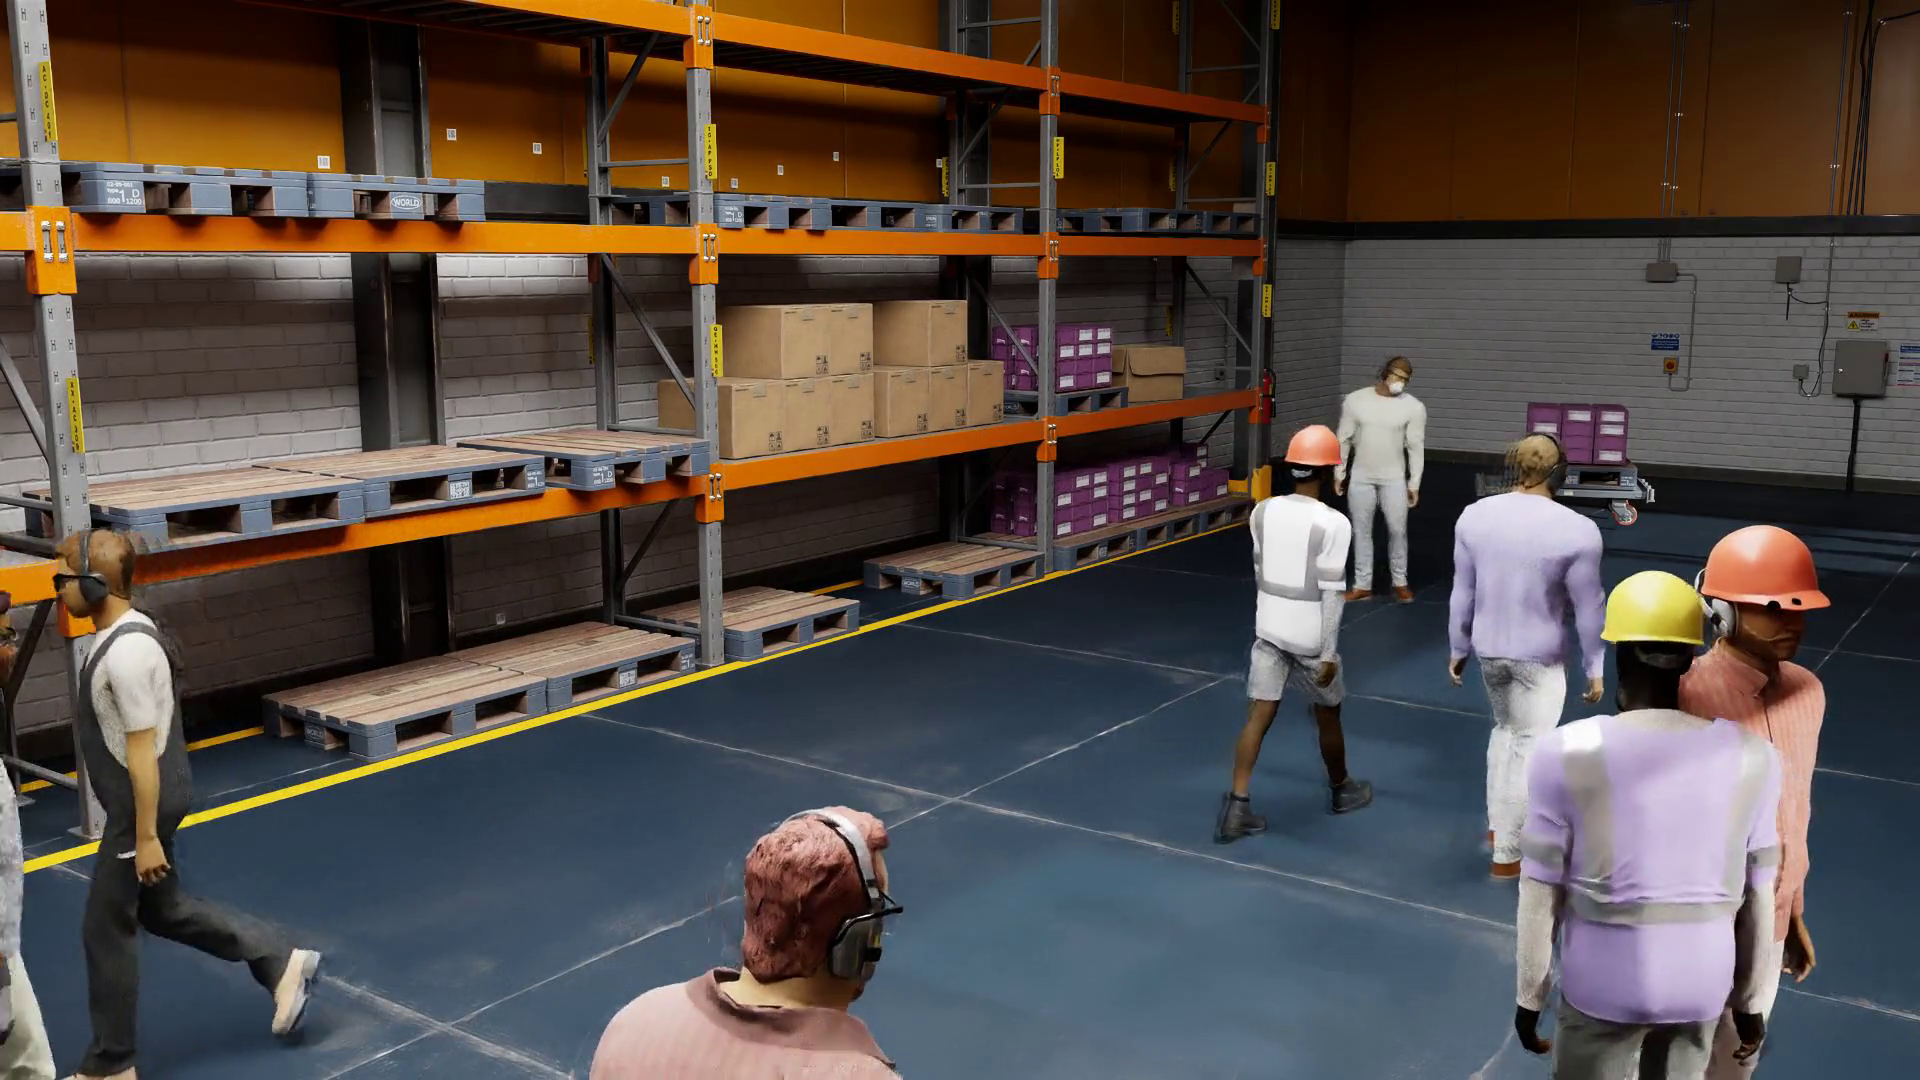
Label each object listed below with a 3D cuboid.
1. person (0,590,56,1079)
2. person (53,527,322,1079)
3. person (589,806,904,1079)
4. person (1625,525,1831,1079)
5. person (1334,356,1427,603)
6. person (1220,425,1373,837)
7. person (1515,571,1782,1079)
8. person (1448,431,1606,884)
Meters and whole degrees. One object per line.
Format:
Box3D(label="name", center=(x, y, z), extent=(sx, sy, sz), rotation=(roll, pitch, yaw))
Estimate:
Box3D(label="person", center=(-2.519, 1.020, 4.132), extent=(0.534, 1.856, 0.678), rotation=(8, 12, 39))
Box3D(label="person", center=(-2.527, 0.847, 5.300), extent=(0.809, 1.818, 0.526), rotation=(-5, 11, -25))
Box3D(label="person", center=(-0.221, 1.298, 2.491), extent=(0.656, 1.842, 1.034), rotation=(8, 12, 38))
Box3D(label="person", center=(1.904, 0.946, 4.139), extent=(0.610, 1.996, 0.386), rotation=(-4, 11, -25))
Box3D(label="person", center=(3.223, -0.452, 12.748), extent=(0.696, 1.906, 0.398), rotation=(4, 10, 24))
Box3D(label="person", center=(1.566, 0.413, 7.658), extent=(0.550, 1.891, 0.992), rotation=(9, 13, 43))
Box3D(label="person", center=(1.602, 1.034, 3.866), extent=(0.606, 1.908, 0.587), rotation=(0, 10, 0))
Box3D(label="person", center=(2.441, 0.491, 7.080), extent=(0.614, 1.917, 0.649), rotation=(-8, 13, -41))
